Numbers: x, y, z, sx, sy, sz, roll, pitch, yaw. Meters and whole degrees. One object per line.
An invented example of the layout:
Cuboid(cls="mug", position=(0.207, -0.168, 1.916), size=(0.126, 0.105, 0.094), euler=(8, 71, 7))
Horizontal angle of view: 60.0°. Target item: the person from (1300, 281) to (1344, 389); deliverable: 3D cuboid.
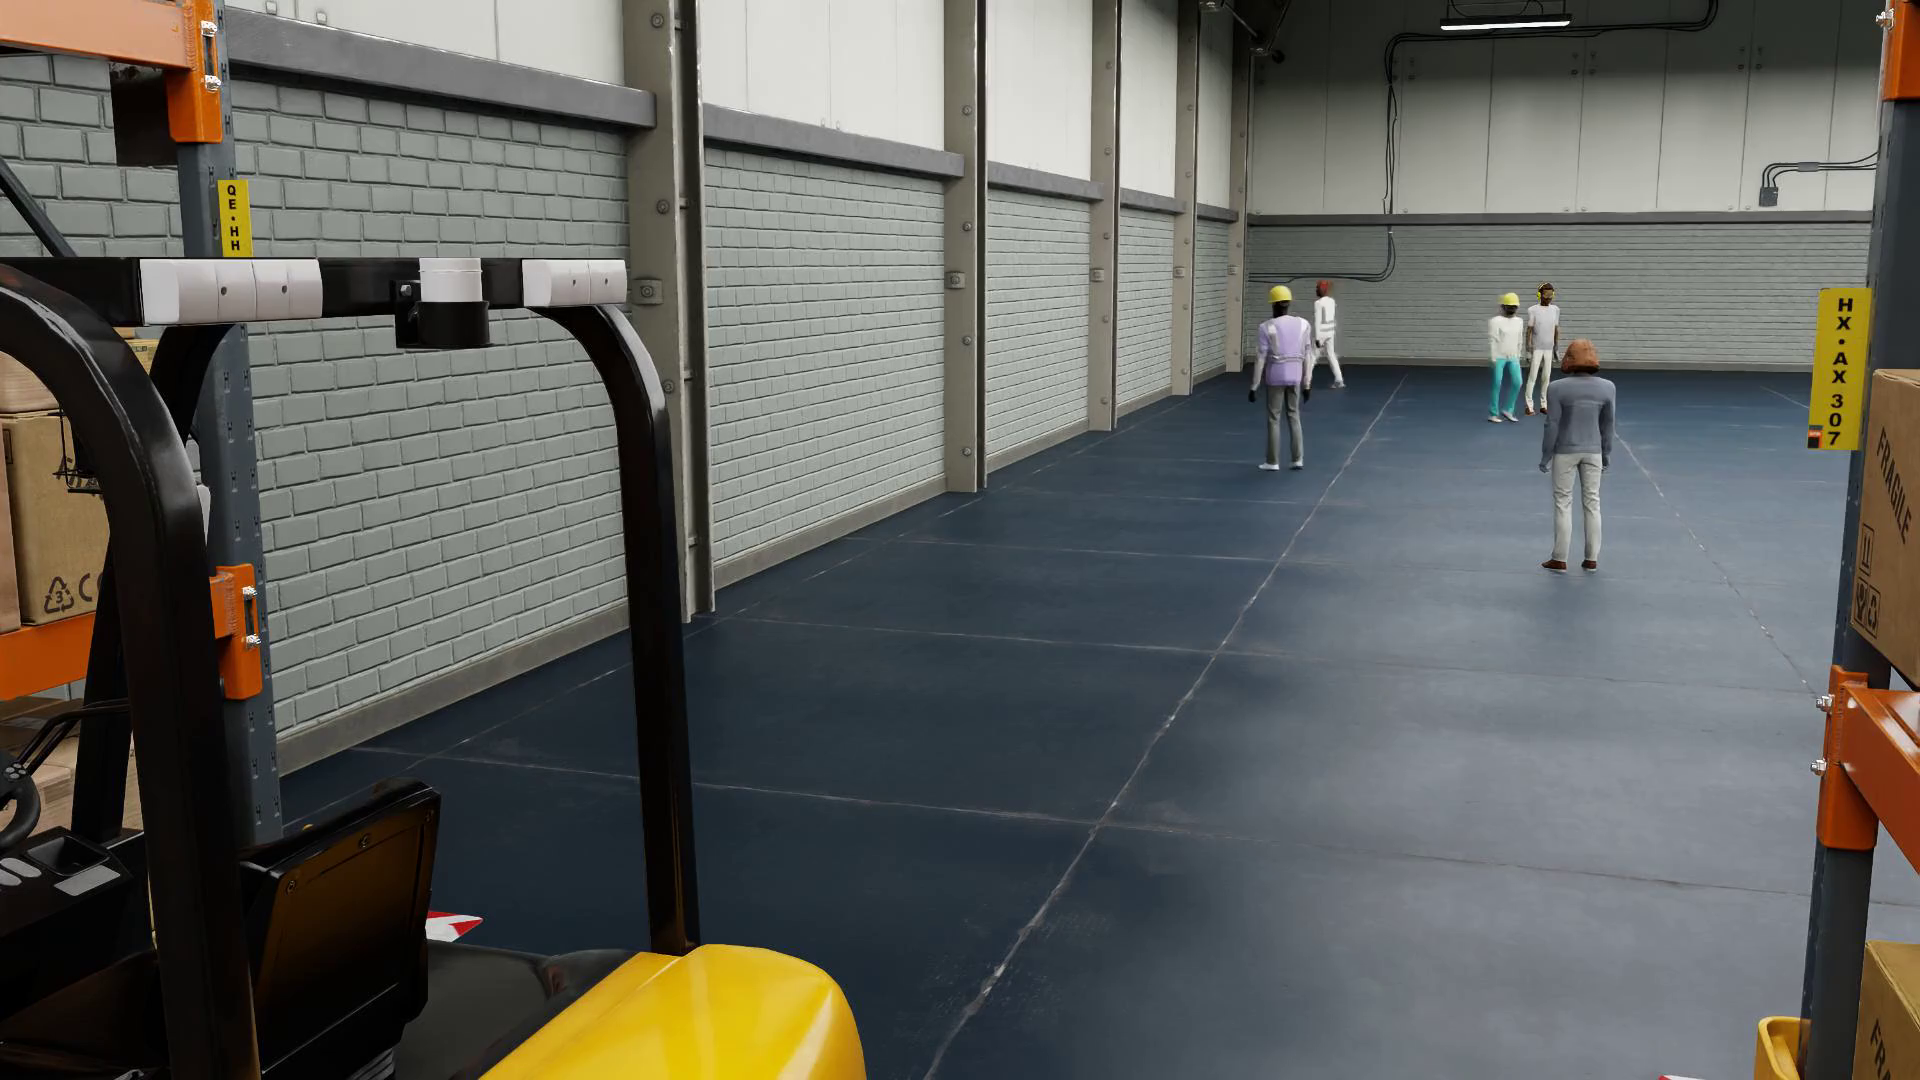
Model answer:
Cuboid(cls="person", position=(6.169, -3.485, 28.295), size=(0.583, 1.845, 0.916), euler=(-7, 12, -38))

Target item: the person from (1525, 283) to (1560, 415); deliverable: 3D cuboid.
Cuboid(cls="person", position=(8.227, -2.684, 23.474), size=(0.519, 1.861, 0.317), euler=(-2, 10, -14))

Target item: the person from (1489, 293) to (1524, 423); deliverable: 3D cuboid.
Cuboid(cls="person", position=(7.333, -2.435, 22.325), size=(0.535, 1.752, 0.475), euler=(-2, 10, -13))

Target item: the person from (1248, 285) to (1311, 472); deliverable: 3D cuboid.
Cuboid(cls="person", position=(3.309, -1.658, 17.163), size=(0.646, 1.923, 0.393), euler=(-3, 10, -17))

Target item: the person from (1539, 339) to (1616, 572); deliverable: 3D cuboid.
Cuboid(cls="person", position=(4.312, -0.585, 11.635), size=(0.508, 1.631, 0.265), euler=(-1, 10, -4))
